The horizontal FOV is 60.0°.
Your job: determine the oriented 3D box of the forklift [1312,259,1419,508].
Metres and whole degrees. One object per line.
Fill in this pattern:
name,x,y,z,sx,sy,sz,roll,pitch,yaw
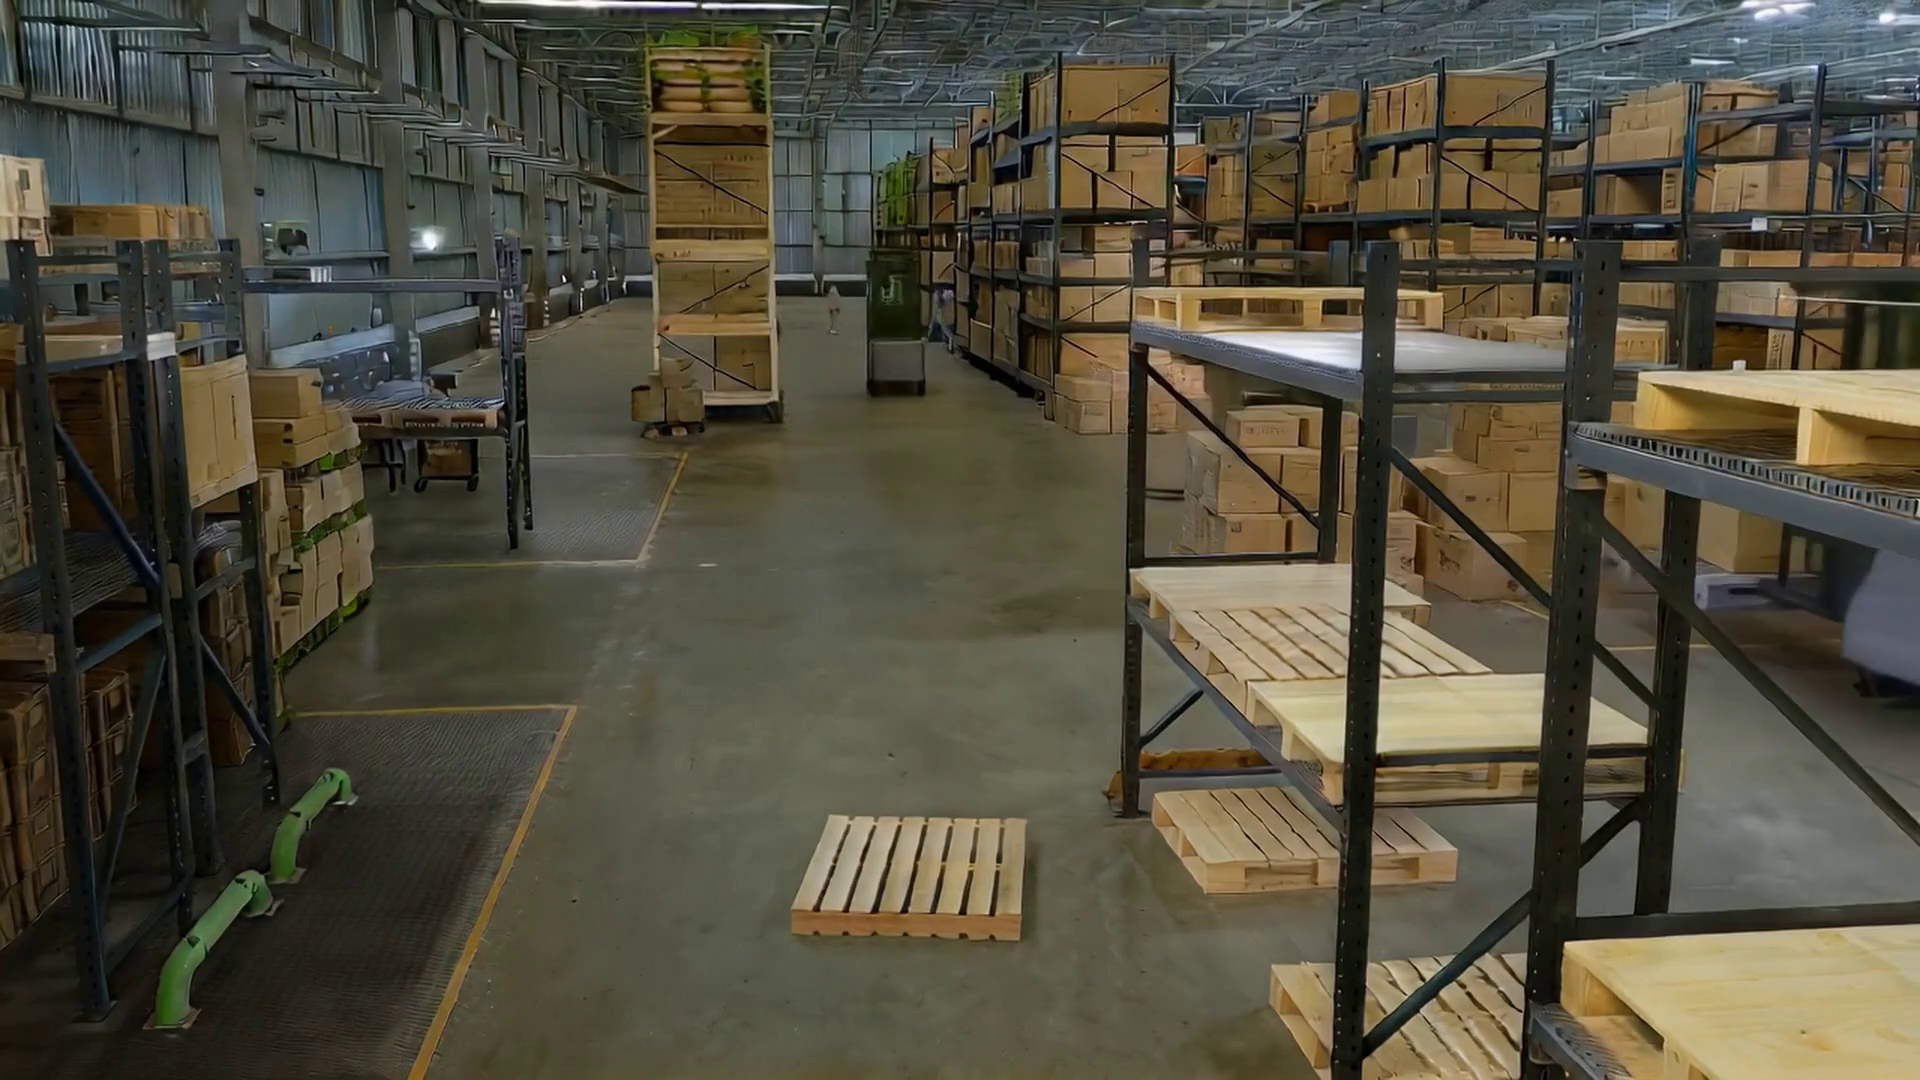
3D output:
forklift,4.186,-1.787,18.836,1.873,2.768,1.129,0,10,2

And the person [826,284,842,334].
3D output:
person,-4.100,-7.510,54.053,0.501,1.620,0.358,-6,12,-31

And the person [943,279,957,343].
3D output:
person,-0.068,-6.796,49.165,0.979,1.950,0.630,-1,10,-7

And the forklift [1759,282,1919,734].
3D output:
forklift,6.308,-0.313,10.668,1.129,2.768,1.873,-1,10,-6

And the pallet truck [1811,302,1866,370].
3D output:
pallet truck,15.846,-3.142,28.793,1.885,1.965,0.823,2,10,12

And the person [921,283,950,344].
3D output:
person,-0.689,-6.621,48.666,0.982,1.776,0.697,1,10,8

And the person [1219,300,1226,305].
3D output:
person,9.792,-8.836,61.369,0.513,1.630,0.318,6,12,31

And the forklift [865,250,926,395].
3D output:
forklift,-1.282,-4.310,32.815,1.129,2.768,1.873,-1,10,-6

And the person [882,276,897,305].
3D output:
person,-2.305,-7.512,53.305,0.594,1.899,0.722,-2,10,-12
